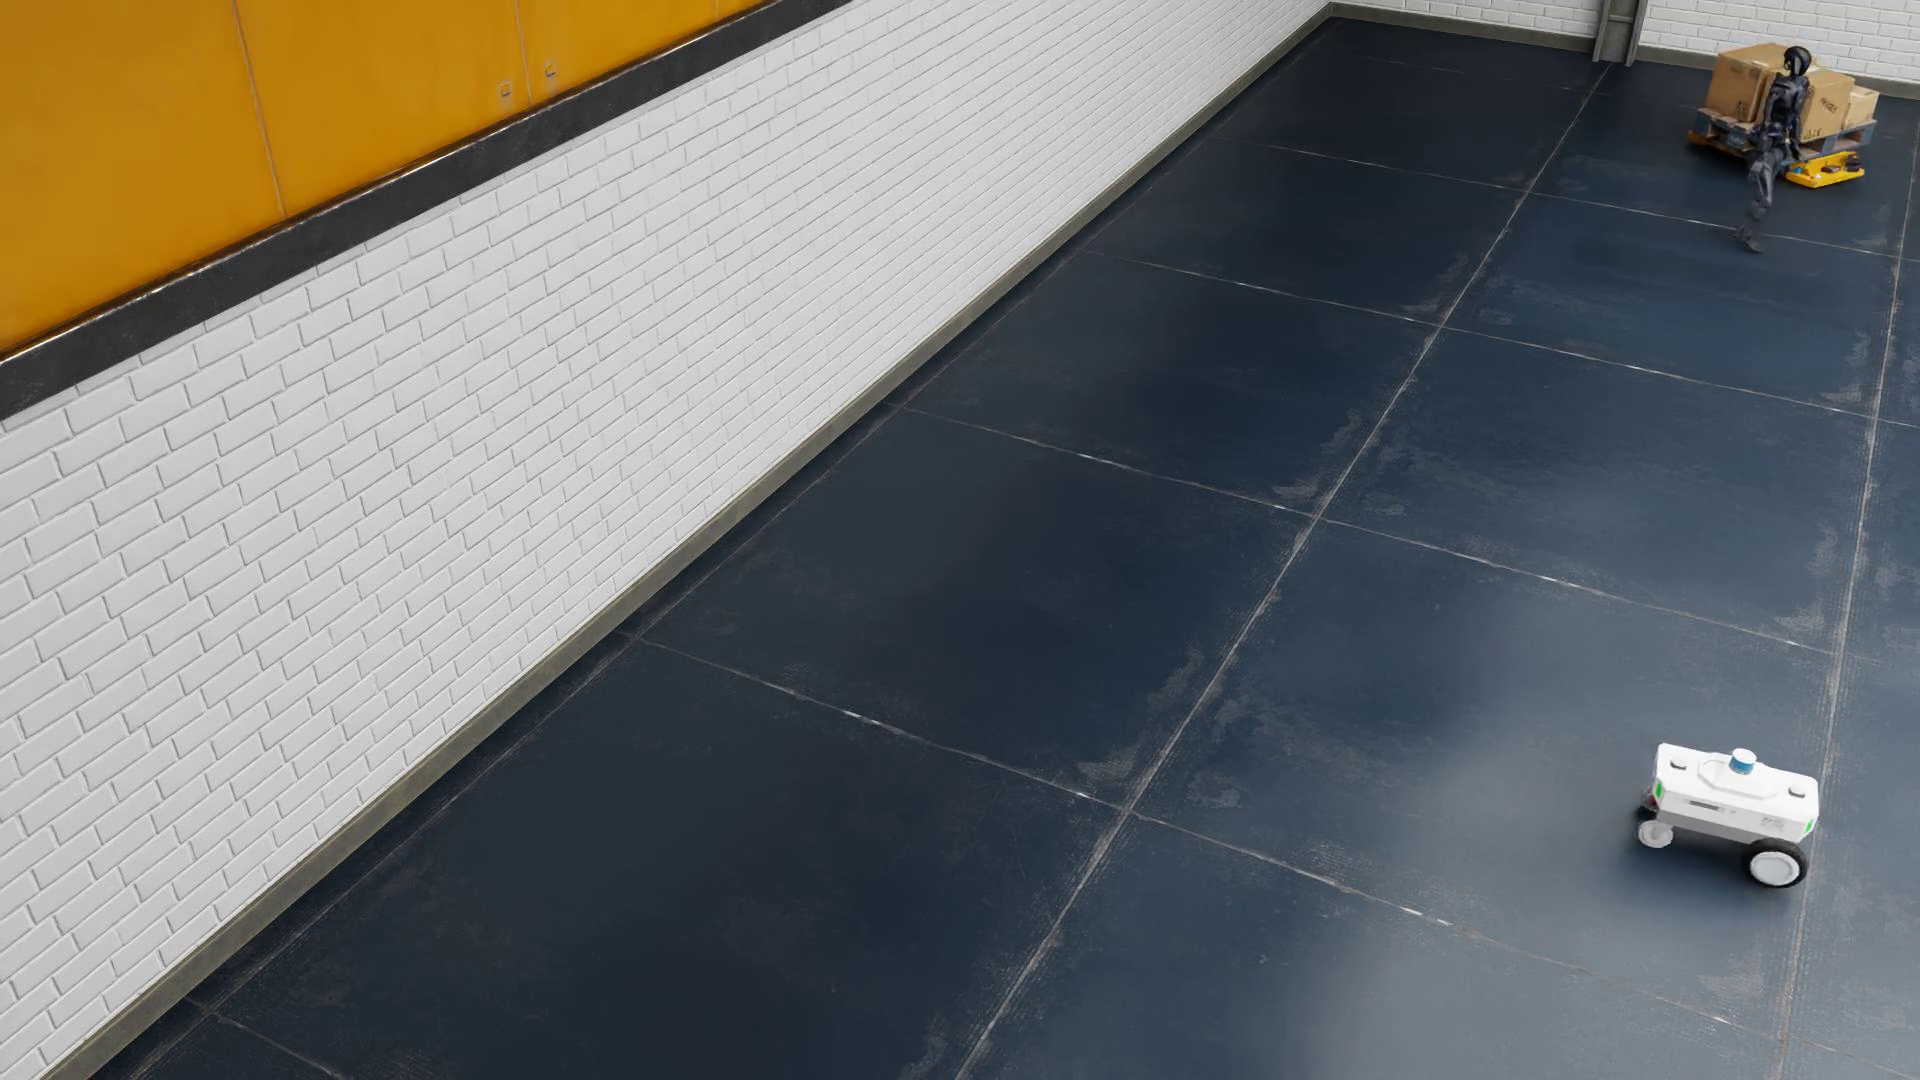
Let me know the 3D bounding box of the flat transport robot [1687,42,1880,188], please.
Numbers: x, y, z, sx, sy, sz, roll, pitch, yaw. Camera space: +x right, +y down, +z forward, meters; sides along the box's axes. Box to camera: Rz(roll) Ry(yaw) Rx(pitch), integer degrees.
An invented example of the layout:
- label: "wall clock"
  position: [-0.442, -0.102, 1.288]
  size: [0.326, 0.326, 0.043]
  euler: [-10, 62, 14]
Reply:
- label: "flat transport robot"
  position: [7.521, -3.610, 15.349]
  size: [0.659, 0.231, 1.431]
  euler: [-17, 37, -23]

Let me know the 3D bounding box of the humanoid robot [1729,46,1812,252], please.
- label: "humanoid robot"
  position: [6.593, -3.168, 13.434]
  size: [0.589, 1.648, 0.377]
  euler: [-24, 41, -31]

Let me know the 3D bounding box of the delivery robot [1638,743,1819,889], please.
- label: "delivery robot"
  position: [3.644, 1.237, 7.859]
  size: [0.756, 0.571, 0.499]
  euler: [13, 36, 18]
